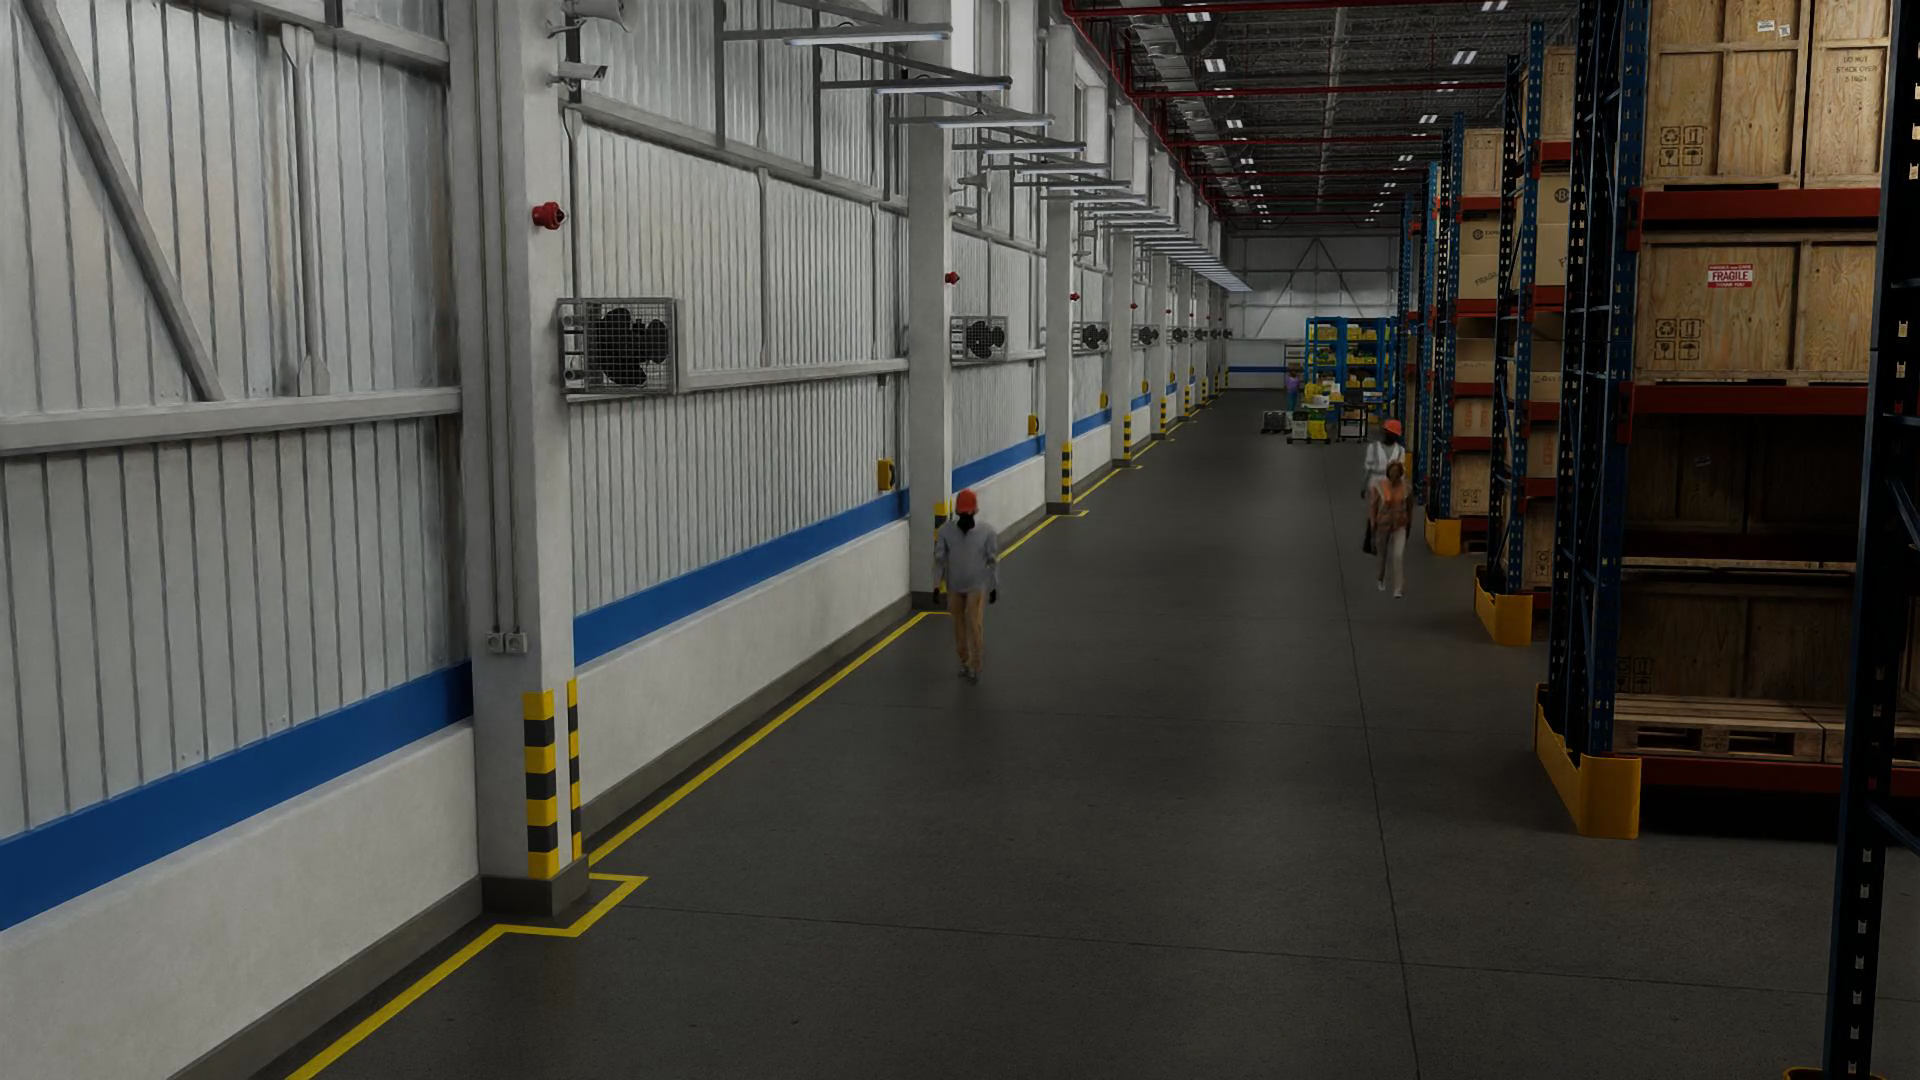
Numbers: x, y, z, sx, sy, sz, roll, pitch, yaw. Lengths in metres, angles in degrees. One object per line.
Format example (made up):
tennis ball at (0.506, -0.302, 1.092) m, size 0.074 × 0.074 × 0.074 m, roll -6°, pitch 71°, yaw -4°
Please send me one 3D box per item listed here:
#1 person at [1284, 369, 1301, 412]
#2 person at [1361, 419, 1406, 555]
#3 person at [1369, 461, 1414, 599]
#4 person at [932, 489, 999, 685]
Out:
person at (11.743, -5.152, 58.849) m, size 0.584 × 1.824 × 0.728 m, roll -1°, pitch 7°, yaw -10°
person at (5.894, -0.722, 23.059) m, size 0.569 × 1.898 × 0.606 m, roll -1°, pitch 7°, yaw -6°
person at (5.081, -0.149, 19.642) m, size 0.509 × 1.606 × 0.778 m, roll 1°, pitch 7°, yaw 10°
person at (0.033, 0.414, 14.699) m, size 0.571 × 1.711 × 0.854 m, roll 1°, pitch 7°, yaw 11°
